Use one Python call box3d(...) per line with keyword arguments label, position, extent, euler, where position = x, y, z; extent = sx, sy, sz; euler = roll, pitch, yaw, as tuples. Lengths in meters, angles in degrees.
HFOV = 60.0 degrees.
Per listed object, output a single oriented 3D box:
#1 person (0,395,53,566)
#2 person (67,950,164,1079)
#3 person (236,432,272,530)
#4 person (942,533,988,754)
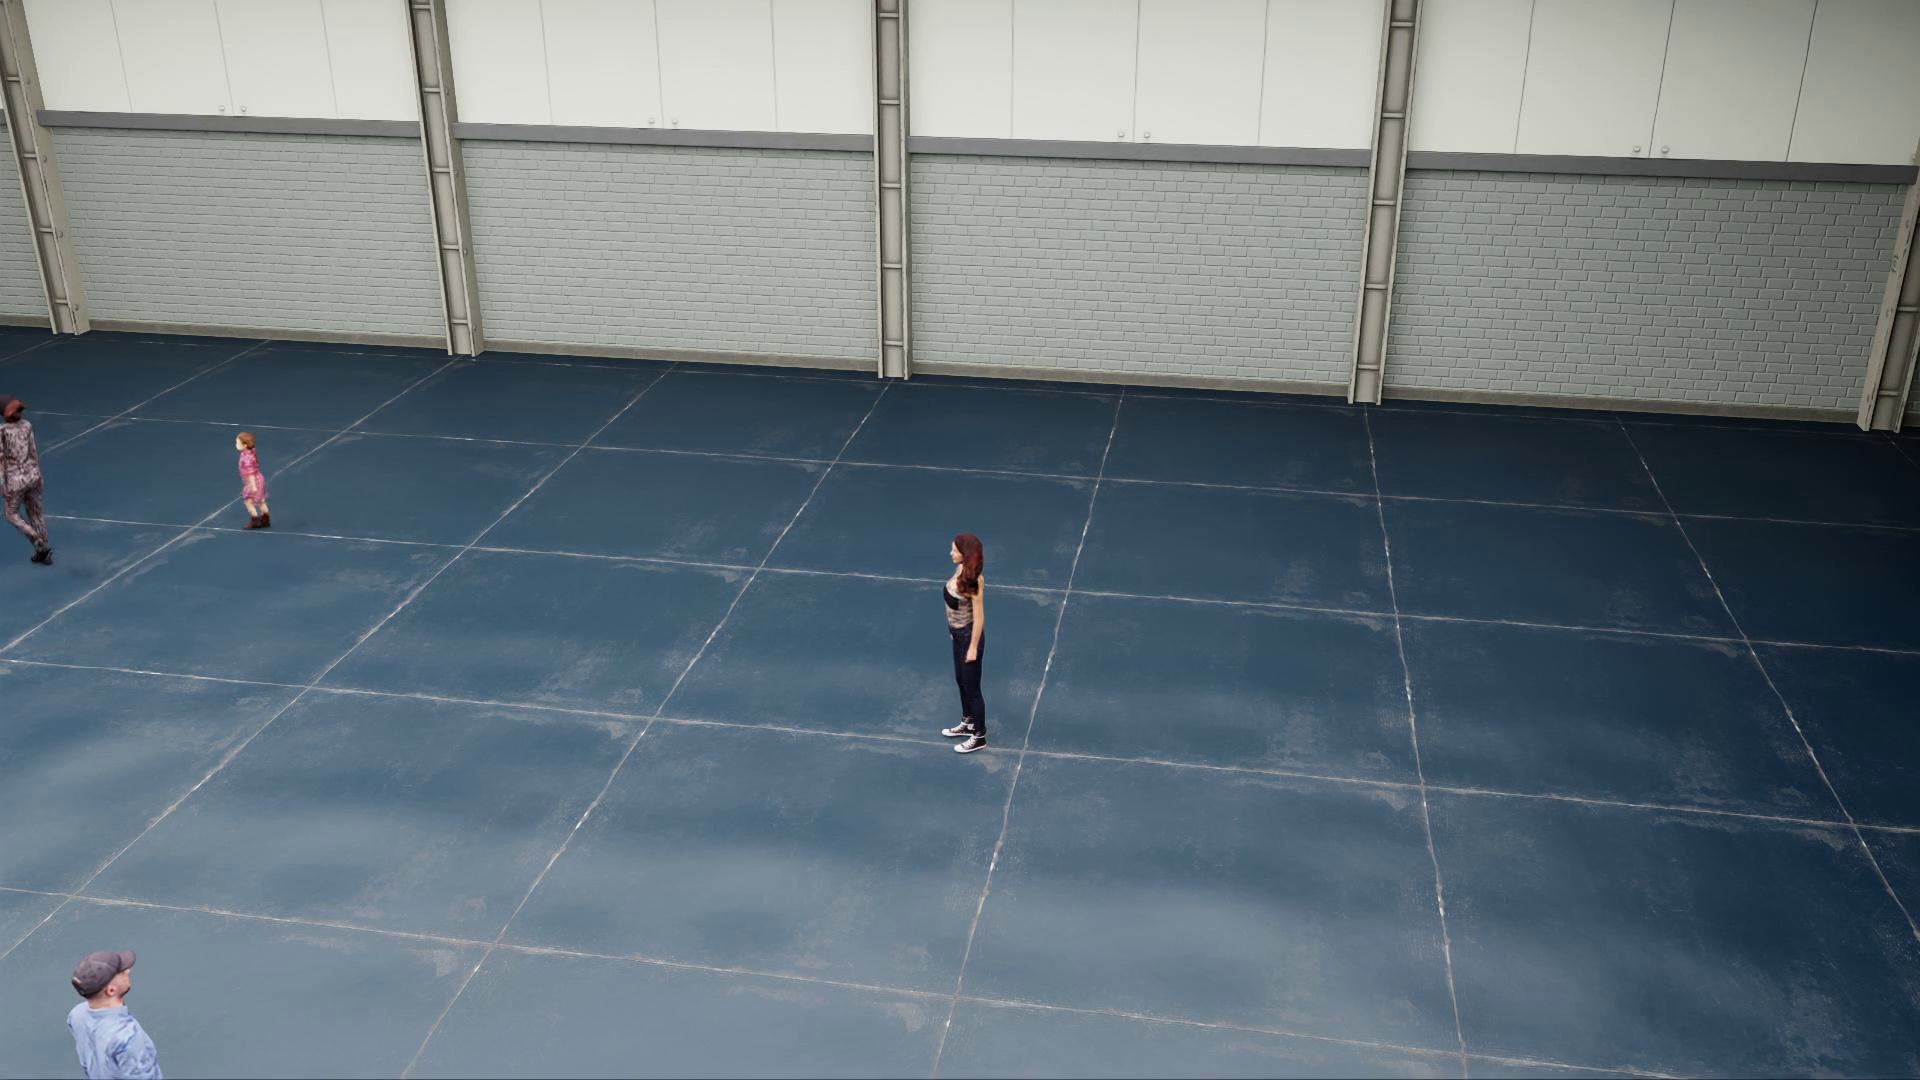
box3d(label="person", position=(-8.849, -0.539, 15.796), extent=(0.747, 1.707, 0.688), euler=(10, 25, 23))
box3d(label="person", position=(-3.895, 2.743, 7.847), extent=(0.665, 1.885, 0.786), euler=(16, 28, 33))
box3d(label="person", position=(-7.106, -0.598, 16.822), extent=(0.567, 1.011, 0.509), euler=(-5, 24, -11))
box3d(label="person", position=(0.060, 0.765, 12.648), extent=(0.692, 1.770, 0.690), euler=(-8, 24, -17))
